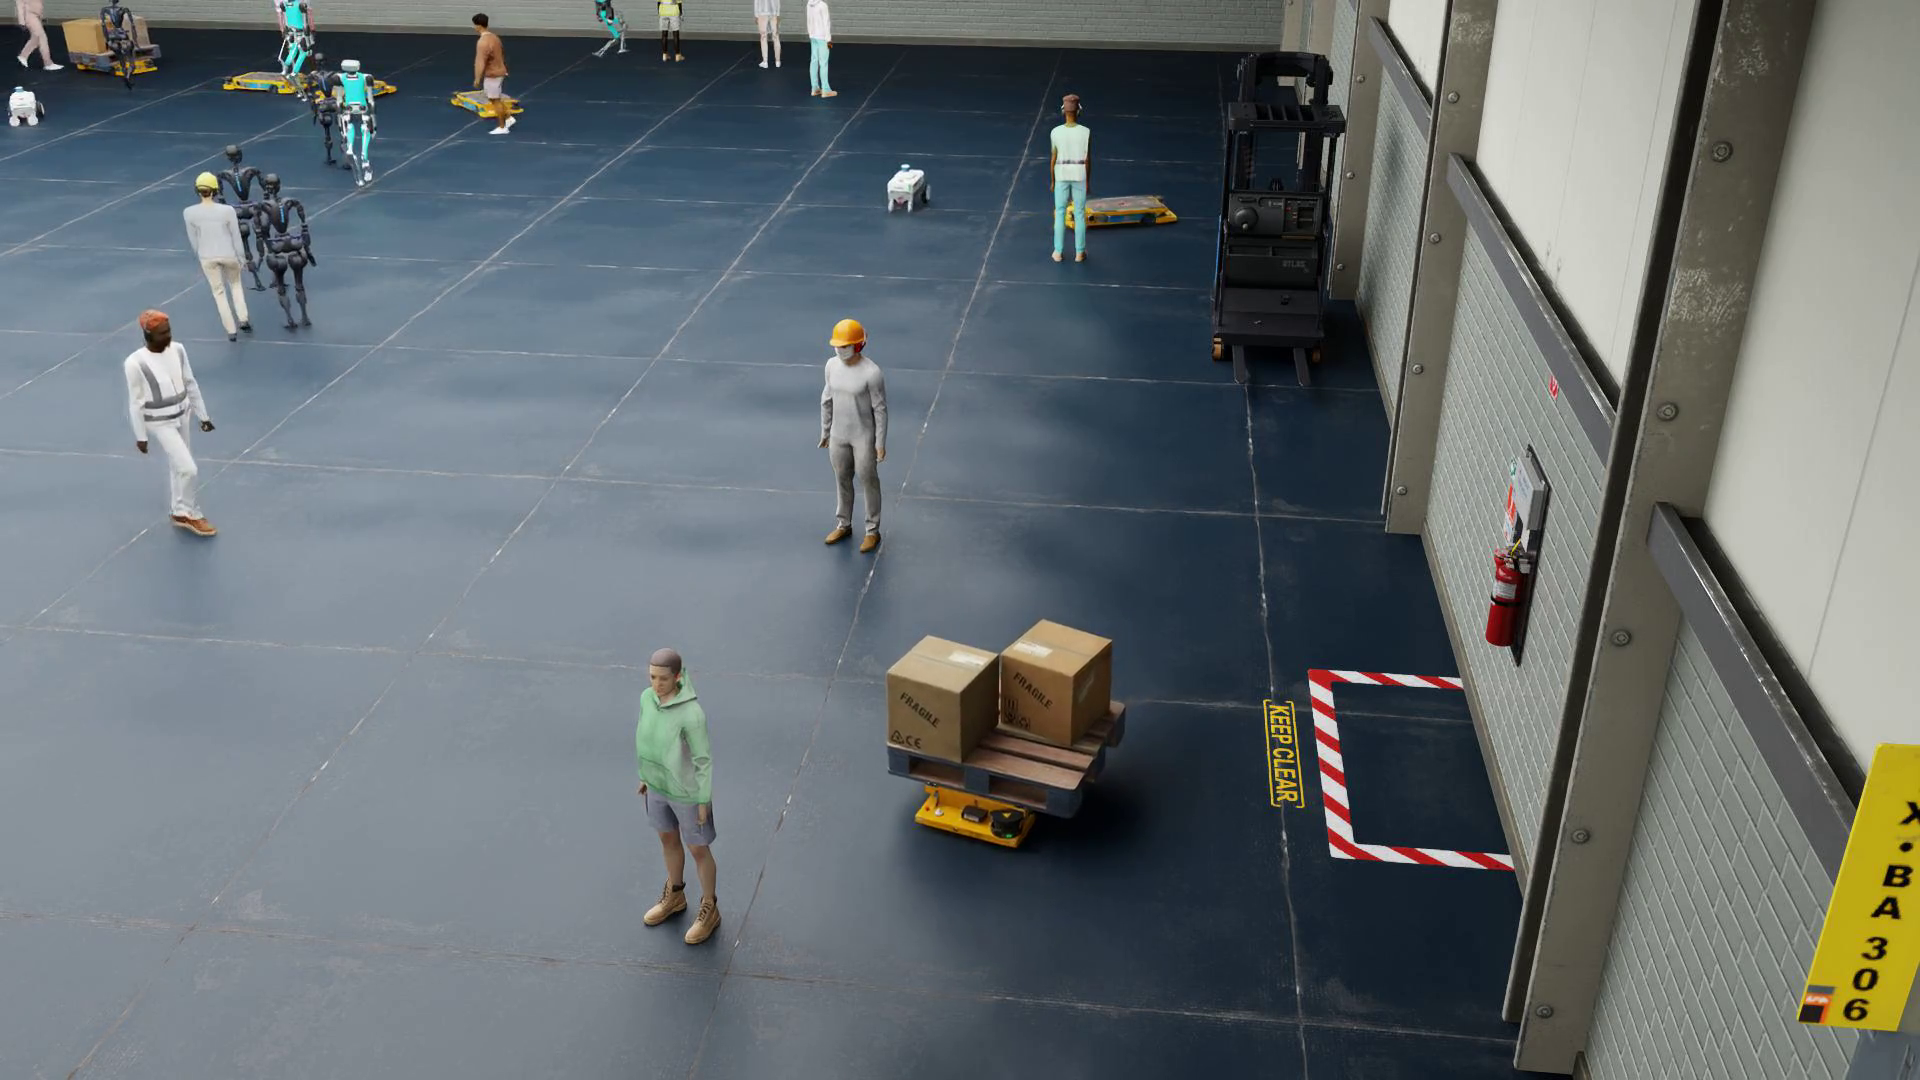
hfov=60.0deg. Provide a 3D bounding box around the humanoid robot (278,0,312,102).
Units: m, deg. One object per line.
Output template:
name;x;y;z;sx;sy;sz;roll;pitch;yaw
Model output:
humanoid robot;-11.286;-8.286;28.057;0.537;1.818;0.682;11;29;21

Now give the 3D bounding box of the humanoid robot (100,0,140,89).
humanoid robot;-14.652;-8.686;28.924;0.598;1.642;0.618;-2;27;-4

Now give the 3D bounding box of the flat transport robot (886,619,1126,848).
flat transport robot;0.312;1.389;10.365;0.659;0.231;1.431;11;29;21

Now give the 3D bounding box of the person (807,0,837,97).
person;-2.389;-8.544;28.359;0.489;1.917;0.375;23;35;38

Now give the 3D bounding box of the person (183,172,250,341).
person;-7.777;-2.983;17.450;0.517;1.737;0.613;-10;28;-19

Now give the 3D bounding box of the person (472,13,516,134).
person;-7.265;-7.221;25.810;0.478;1.833;0.828;-2;27;-4

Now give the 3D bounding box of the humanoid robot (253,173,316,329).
humanoid robot;-7.187;-3.056;17.683;0.609;1.650;0.366;-20;33;-35

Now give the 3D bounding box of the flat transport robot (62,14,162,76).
flat transport robot;-15.520;-8.733;30.573;1.431;0.231;0.659;16;31;28

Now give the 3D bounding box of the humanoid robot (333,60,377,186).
humanoid robot;-8.254;-5.634;22.787;0.558;1.755;1.048;-6;27;-11

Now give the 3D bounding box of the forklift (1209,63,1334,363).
forklift;3.241;-3.477;17.183;1.129;2.768;1.873;3;27;6

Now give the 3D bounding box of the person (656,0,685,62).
person;-5.440;-9.865;31.245;0.530;1.689;0.321;6;27;12

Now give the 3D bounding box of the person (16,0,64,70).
person;-17.074;-9.570;30.465;0.772;1.869;0.648;-6;27;-11

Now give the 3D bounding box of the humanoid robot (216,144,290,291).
humanoid robot;-8.040;-3.632;18.825;0.607;1.646;0.409;-5;27;-11

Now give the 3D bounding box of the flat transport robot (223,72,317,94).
flat transport robot;-12.090;-8.006;29.121;1.431;0.231;0.659;8;28;15

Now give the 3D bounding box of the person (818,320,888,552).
person;-0.834;-0.814;12.950;0.584;1.894;0.373;13;29;24

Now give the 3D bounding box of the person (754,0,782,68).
person;-3.549;-9.673;30.658;0.498;1.876;0.405;-8;28;-16

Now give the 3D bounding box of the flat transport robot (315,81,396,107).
flat transport robot;-10.344;-7.628;28.367;0.659;0.231;1.431;9;28;17

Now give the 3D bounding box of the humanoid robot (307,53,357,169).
humanoid robot;-9.015;-6.199;23.952;0.613;1.632;0.584;-4;27;-8

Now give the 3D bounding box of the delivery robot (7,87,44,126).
delivery robot;-15.082;-6.986;26.781;0.505;0.608;0.780;-12;29;-23

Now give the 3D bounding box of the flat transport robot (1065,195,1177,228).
flat transport robot;2.048;-4.269;21.662;1.431;0.231;0.659;-6;27;-12

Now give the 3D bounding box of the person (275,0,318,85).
person;-11.610;-9.007;29.159;0.607;2.035;0.399;-17;31;-30

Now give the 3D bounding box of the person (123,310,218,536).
person;-6.174;-0.910;13.174;0.663;1.860;0.614;8;28;16

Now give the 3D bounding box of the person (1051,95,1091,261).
person;1.313;-4.294;19.804;0.484;1.981;0.405;2;27;4

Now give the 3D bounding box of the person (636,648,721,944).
person;-1.497;1.335;8.826;0.480;1.743;0.337;17;31;30

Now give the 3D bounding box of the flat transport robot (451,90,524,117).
flat transport robot;-7.861;-7.255;27.621;0.659;0.231;1.431;-19;32;-33

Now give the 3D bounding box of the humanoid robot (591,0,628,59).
humanoid robot;-6.541;-9.923;31.345;1.041;1.741;0.551;-20;33;-35

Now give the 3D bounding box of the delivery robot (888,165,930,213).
delivery robot;-0.718;-4.707;22.208;0.499;0.587;0.785;6;27;12
